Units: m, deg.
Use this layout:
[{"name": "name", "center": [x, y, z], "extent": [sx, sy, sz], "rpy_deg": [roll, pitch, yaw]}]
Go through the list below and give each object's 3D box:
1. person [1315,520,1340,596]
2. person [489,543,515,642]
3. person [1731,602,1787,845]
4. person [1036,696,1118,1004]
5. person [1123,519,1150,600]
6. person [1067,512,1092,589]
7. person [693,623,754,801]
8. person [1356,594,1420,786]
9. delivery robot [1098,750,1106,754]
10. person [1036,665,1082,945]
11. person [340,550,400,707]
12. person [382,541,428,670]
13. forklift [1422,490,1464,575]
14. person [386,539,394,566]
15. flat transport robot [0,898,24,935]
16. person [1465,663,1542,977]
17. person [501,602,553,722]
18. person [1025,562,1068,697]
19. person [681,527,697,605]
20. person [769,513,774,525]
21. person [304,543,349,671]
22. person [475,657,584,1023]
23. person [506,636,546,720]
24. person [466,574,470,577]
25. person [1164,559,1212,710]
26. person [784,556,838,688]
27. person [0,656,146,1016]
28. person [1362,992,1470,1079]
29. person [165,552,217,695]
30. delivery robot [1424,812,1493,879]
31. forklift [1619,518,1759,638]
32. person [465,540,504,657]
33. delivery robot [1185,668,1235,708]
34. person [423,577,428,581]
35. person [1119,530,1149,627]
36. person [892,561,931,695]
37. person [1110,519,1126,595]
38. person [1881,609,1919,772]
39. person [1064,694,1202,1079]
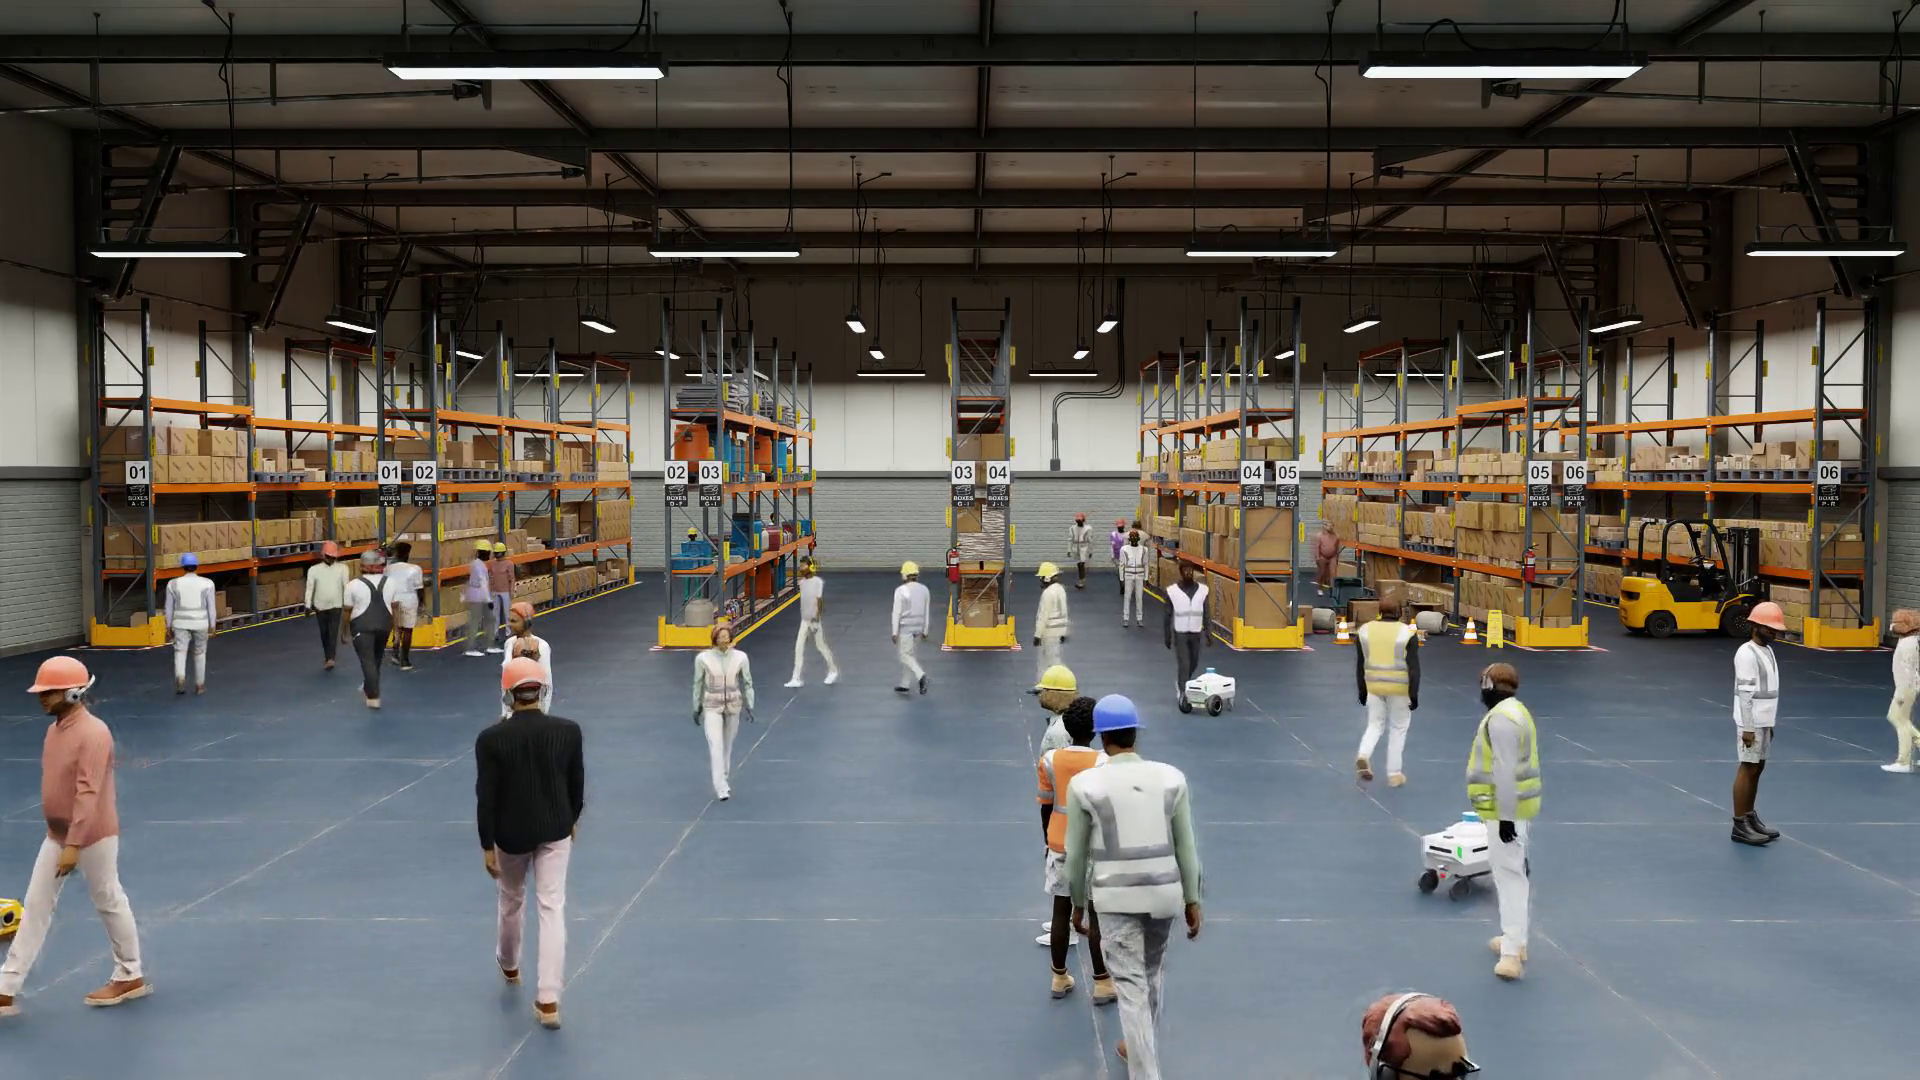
[{"name": "person", "center": [8.938, 0.447, 39.335], "extent": [0.640, 1.867, 0.950], "rpy_deg": [0, 2, 0]}, {"name": "person", "center": [-8.149, 0.924, 28.623], "extent": [0.523, 1.762, 0.329], "rpy_deg": [1, 2, 15]}, {"name": "person", "center": [6.446, 1.461, 12.999], "extent": [0.381, 1.927, 0.550], "rpy_deg": [2, 3, 43]}, {"name": "person", "center": [0.689, 1.730, 9.093], "extent": [0.532, 1.697, 0.319], "rpy_deg": [1, 3, 29]}, {"name": "person", "center": [4.170, 0.460, 38.353], "extent": [0.666, 1.912, 0.791], "rpy_deg": [0, 2, -2]}, {"name": "person", "center": [3.131, 0.277, 42.069], "extent": [0.610, 1.992, 1.059], "rpy_deg": [1, 3, 25]}, {"name": "person", "center": [-2.169, 1.555, 14.779], "extent": [0.525, 1.591, 0.839], "rpy_deg": [-1, 2, -23]}, {"name": "person", "center": [4.033, 1.426, 15.281], "extent": [0.624, 1.828, 0.581], "rpy_deg": [2, 3, 39]}, {"name": "delivery robot", "center": [1.365, 1.925, 14.506], "extent": [0.335, 0.223, 0.698], "rpy_deg": [-1, 2, -15]}, {"name": "person", "center": [0.627, 1.663, 10.214], "extent": [0.298, 1.745, 0.484], "rpy_deg": [1, 2, 13]}, {"name": "person", "center": [-7.616, 1.119, 20.745], "extent": [0.697, 2.000, 1.002], "rpy_deg": [-2, 3, -42]}, {"name": "person", "center": [-8.436, 0.992, 24.551], "extent": [0.614, 1.949, 0.436], "rpy_deg": [0, 2, 8]}, {"name": "forklift", "center": [13.926, -0.371, 47.846], "extent": [1.873, 2.768, 1.129], "rpy_deg": [0, 2, 0]}, {"name": "person", "center": [-10.539, 0.863, 29.857], "extent": [0.604, 1.786, 0.933], "rpy_deg": [0, 2, -1]}, {"name": "flat transport robot", "center": [-6.447, 2.420, 9.937], "extent": [0.652, 0.197, 1.431], "rpy_deg": [1, 2, 18]}, {"name": "person", "center": [3.262, 1.661, 9.720], "extent": [0.433, 1.804, 0.756], "rpy_deg": [1, 2, 24]}, {"name": "person", "center": [-3.672, 1.458, 13.621], "extent": [0.584, 1.883, 0.337], "rpy_deg": [2, 3, 40]}, {"name": "person", "center": [1.089, 1.197, 21.080], "extent": [0.738, 1.803, 0.616], "rpy_deg": [1, 2, 19]}, {"name": "person", "center": [-6.088, 0.599, 36.734], "extent": [0.523, 1.769, 0.309], "rpy_deg": [0, 2, -4]}, {"name": "person", "center": [-5.471, 0.133, 47.318], "extent": [0.317, 1.860, 0.509], "rpy_deg": [-1, 2, -13]}, {"name": "person", "center": [-9.617, 1.006, 24.571], "extent": [0.654, 1.927, 1.011], "rpy_deg": [-1, 2, -21]}, {"name": "person", "center": [-2.398, 1.619, 9.008], "extent": [0.601, 1.923, 1.056], "rpy_deg": [-1, 2, -21]}, {"name": "person", "center": [-3.508, 1.601, 13.059], "extent": [0.308, 1.641, 0.511], "rpy_deg": [-1, 3, -29]}, {"name": "person", "center": [-11.812, 0.551, 39.243], "extent": [0.534, 1.659, 0.802], "rpy_deg": [0, 2, -2]}, {"name": "person", "center": [2.879, 1.177, 20.650], "extent": [0.590, 1.894, 0.842], "rpy_deg": [-1, 2, -14]}, {"name": "person", "center": [-2.051, 1.129, 22.655], "extent": [0.529, 1.835, 0.939], "rpy_deg": [2, 3, 38]}, {"name": "person", "center": [-4.928, 1.619, 8.784], "extent": [0.615, 1.951, 0.981], "rpy_deg": [1, 3, 33]}, {"name": "person", "center": [0.956, 1.878, 3.372], "extent": [0.670, 1.853, 1.013], "rpy_deg": [-1, 3, -25]}, {"name": "person", "center": [-10.282, 1.119, 21.595], "extent": [0.627, 1.927, 0.766], "rpy_deg": [-1, 2, -22]}, {"name": "delivery robot", "center": [3.617, 2.174, 11.442], "extent": [0.707, 0.478, 0.477], "rpy_deg": [-2, 3, -37]}, {"name": "forklift", "center": [13.417, 0.684, 29.791], "extent": [2.313, 2.155, 1.214], "rpy_deg": [0, 2, 0]}, {"name": "person", "center": [-7.692, 0.946, 26.241], "extent": [0.780, 1.896, 0.614], "rpy_deg": [-1, 2, -16]}, {"name": "delivery robot", "center": [3.106, 1.831, 20.030], "extent": [0.477, 0.478, 0.707], "rpy_deg": [2, 3, 41]}, {"name": "person", "center": [-12.278, 0.691, 36.488], "extent": [0.502, 1.600, 0.795], "rpy_deg": [1, 2, 24]}, {"name": "person", "center": [3.398, 0.748, 31.507], "extent": [0.587, 1.882, 0.341], "rpy_deg": [0, 2, -2]}, {"name": "person", "center": [-0.632, 1.181, 21.524], "extent": [0.700, 1.809, 0.602], "rpy_deg": [2, 3, 44]}, {"name": "person", "center": [3.986, 0.416, 39.943], "extent": [0.539, 1.870, 1.035], "rpy_deg": [1, 2, 16]}, {"name": "person", "center": [9.372, 1.490, 15.979], "extent": [0.403, 1.618, 0.528], "rpy_deg": [2, 3, 34]}, {"name": "person", "center": [0.788, 1.691, 7.674], "extent": [0.611, 1.892, 0.889], "rpy_deg": [-1, 2, -17]}]
